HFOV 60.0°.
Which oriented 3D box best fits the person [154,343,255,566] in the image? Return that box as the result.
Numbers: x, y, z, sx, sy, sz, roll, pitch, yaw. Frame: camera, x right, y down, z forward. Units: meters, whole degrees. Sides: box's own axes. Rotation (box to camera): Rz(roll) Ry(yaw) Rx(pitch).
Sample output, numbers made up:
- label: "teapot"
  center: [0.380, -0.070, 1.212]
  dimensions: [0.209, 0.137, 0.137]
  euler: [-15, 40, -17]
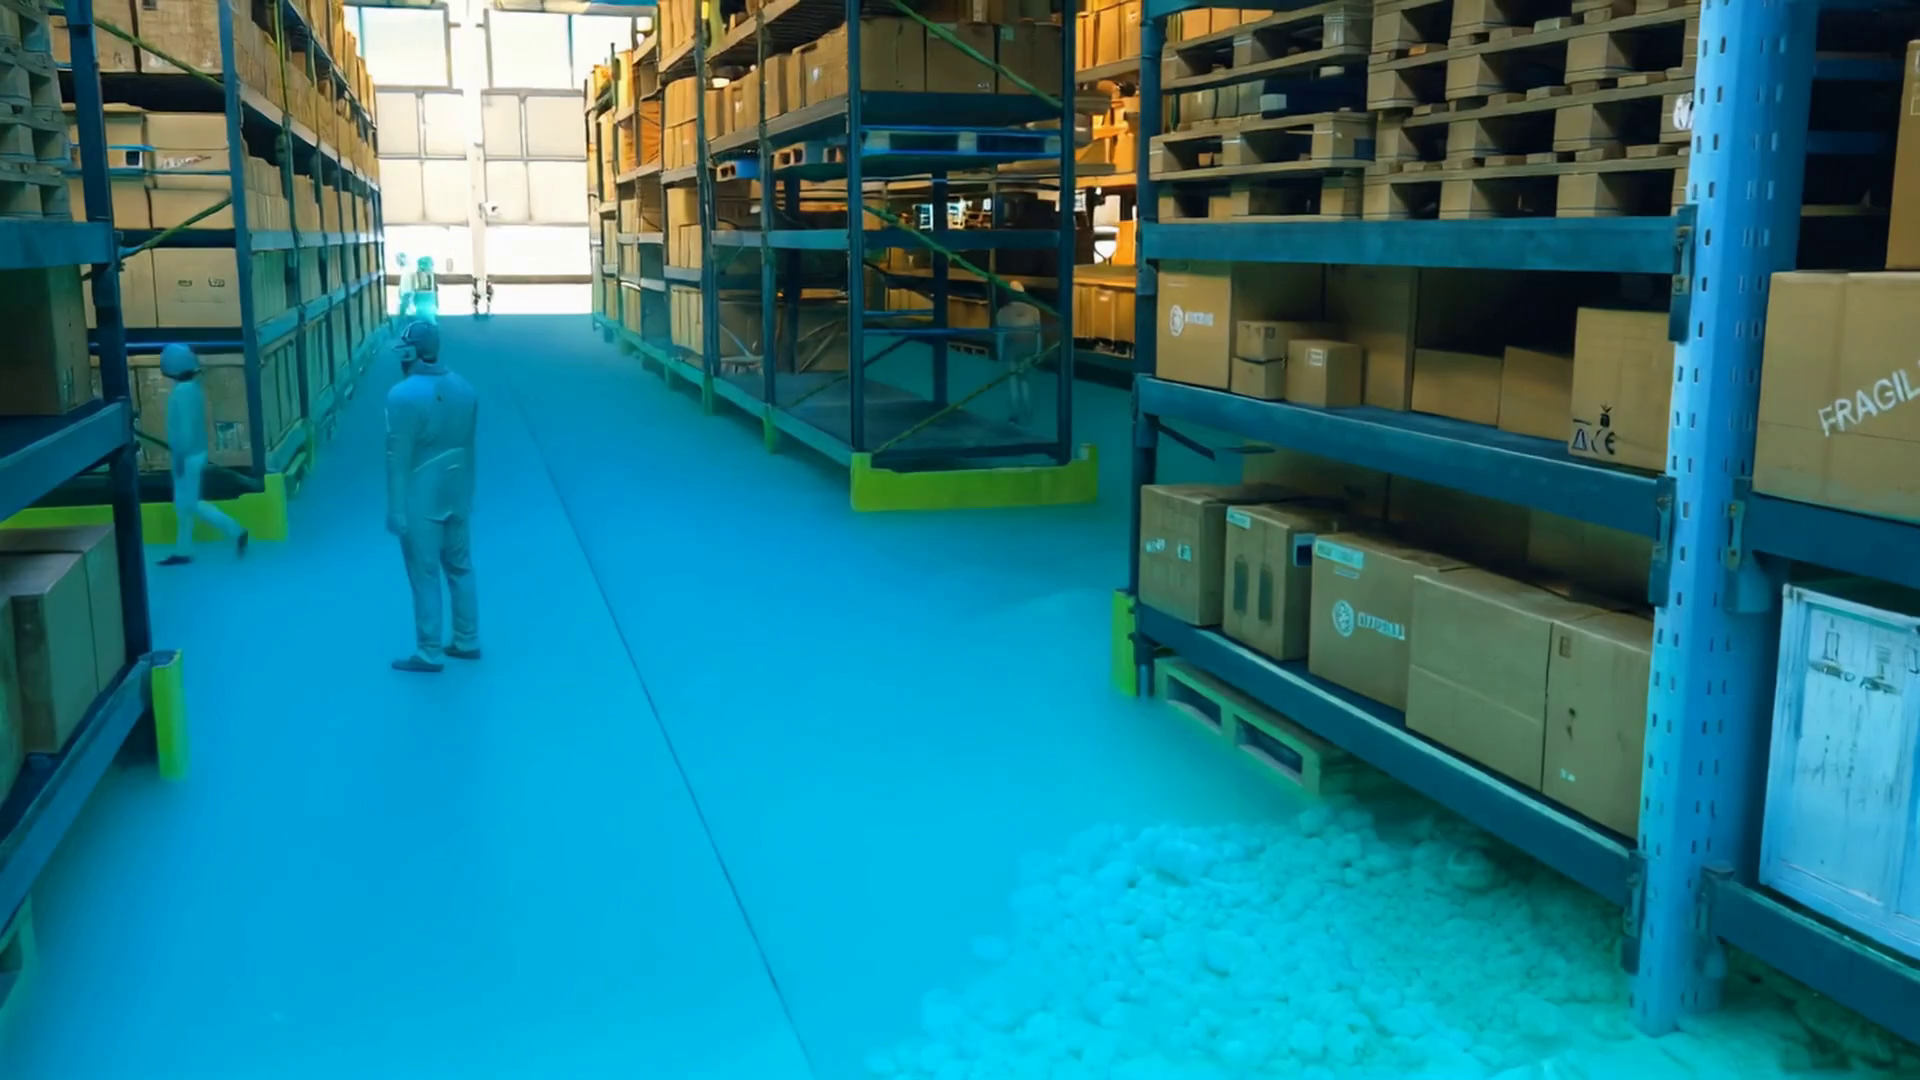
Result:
- label: "person"
  center: [-5.419, -0.596, 11.822]
  dimensions: [0.673, 1.614, 0.503]
  euler: [-1, 10, -7]

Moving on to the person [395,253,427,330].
- label: "person"
  center: [-13.991, -6.307, 42.223]
  dimensions: [1.002, 1.954, 0.617]
  euler: [-7, 12, -33]

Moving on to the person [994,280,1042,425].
- label: "person"
  center: [0.712, -2.332, 20.748]
  dimensions: [0.608, 1.815, 0.426]
  euler: [-2, 11, -11]

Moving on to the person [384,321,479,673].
- label: "person"
  center: [-2.895, -0.236, 9.066]
  dimensions: [0.398, 1.899, 0.647]
  euler: [4, 11, 22]

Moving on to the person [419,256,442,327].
- label: "person"
  center: [-13.846, -6.481, 43.457]
  dimensions: [0.627, 1.840, 0.429]
  euler: [9, 13, 39]

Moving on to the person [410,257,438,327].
- label: "person"
  center: [-11.385, -5.046, 35.372]
  dimensions: [0.563, 1.924, 0.406]
  euler: [-3, 11, -17]
